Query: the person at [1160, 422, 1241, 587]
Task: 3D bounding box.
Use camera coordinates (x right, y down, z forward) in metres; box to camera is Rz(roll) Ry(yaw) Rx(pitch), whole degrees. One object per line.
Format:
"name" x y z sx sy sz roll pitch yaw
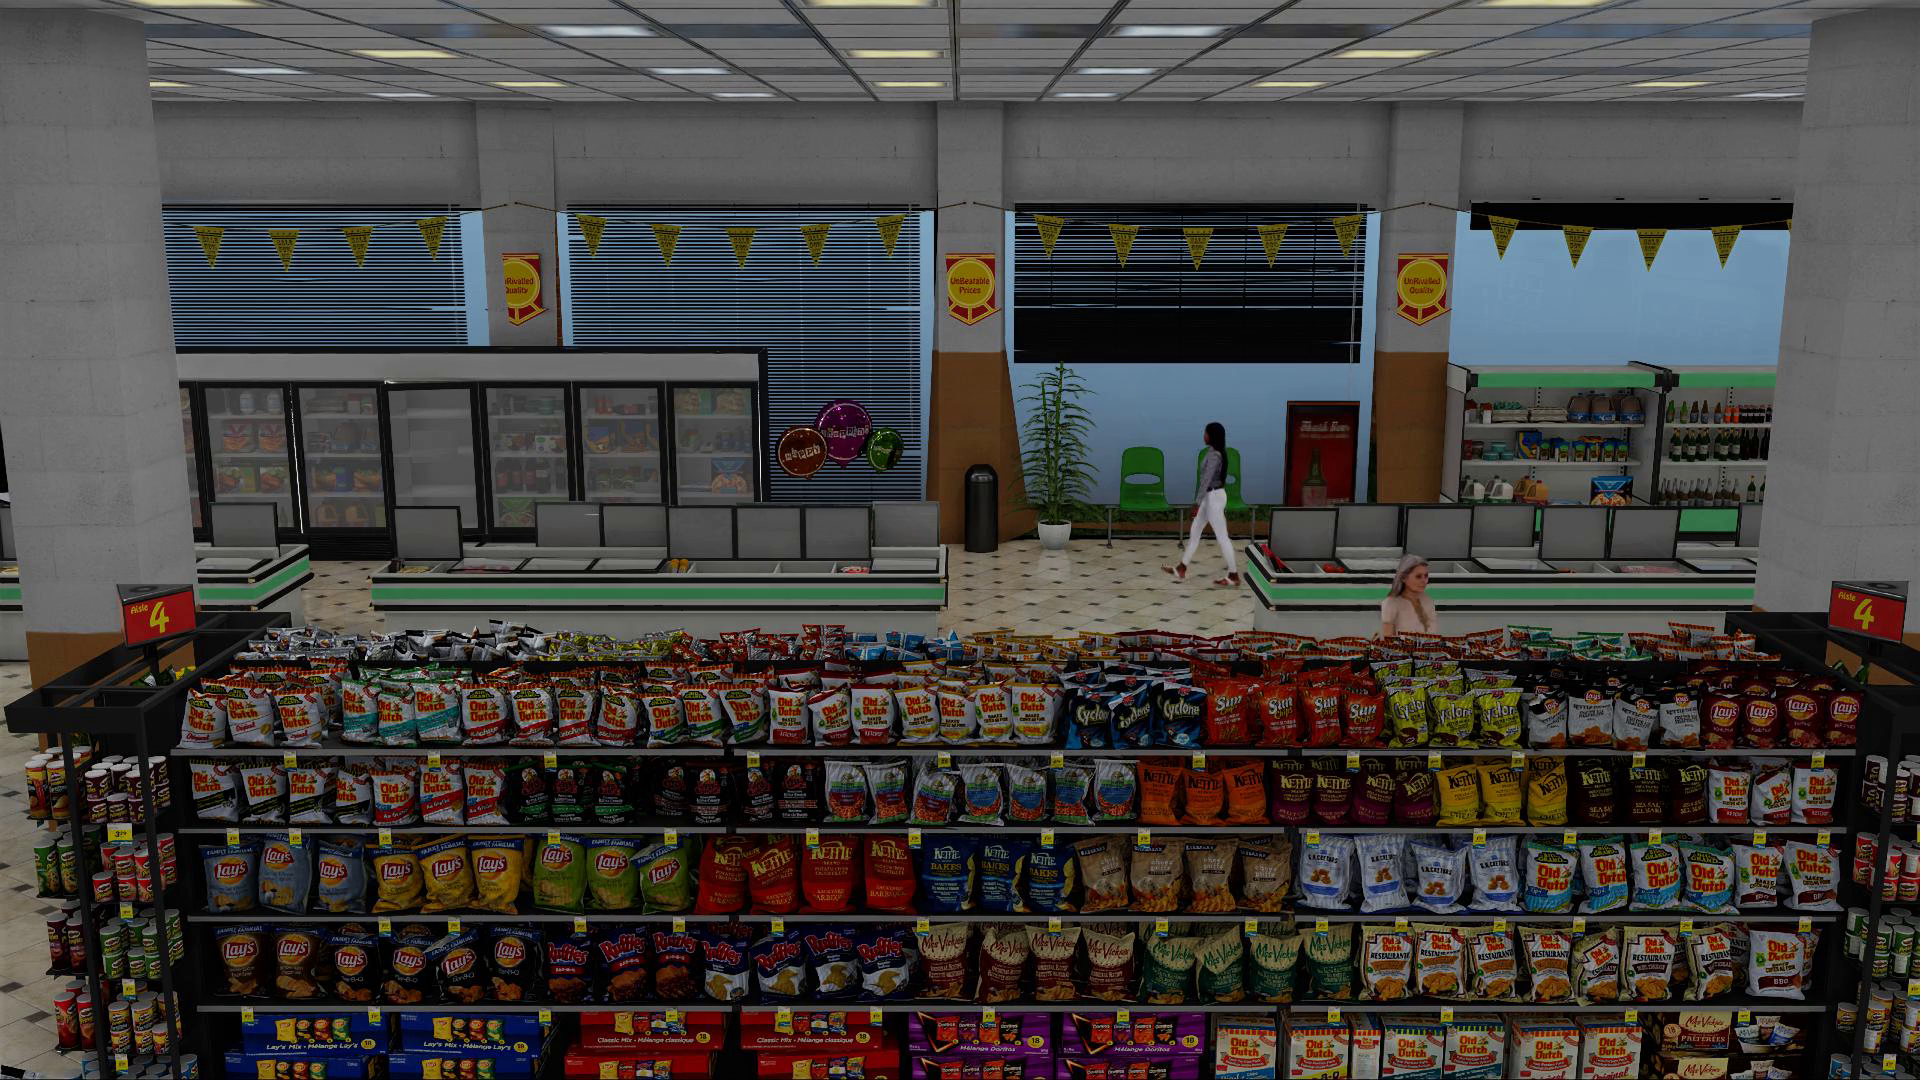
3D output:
"person" 2.691 -0.338 17.089 1.117 1.688 0.768 2 12 11

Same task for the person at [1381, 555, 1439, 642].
"person" 2.871 0.944 10.983 1.147 1.695 1.107 -8 15 -35
